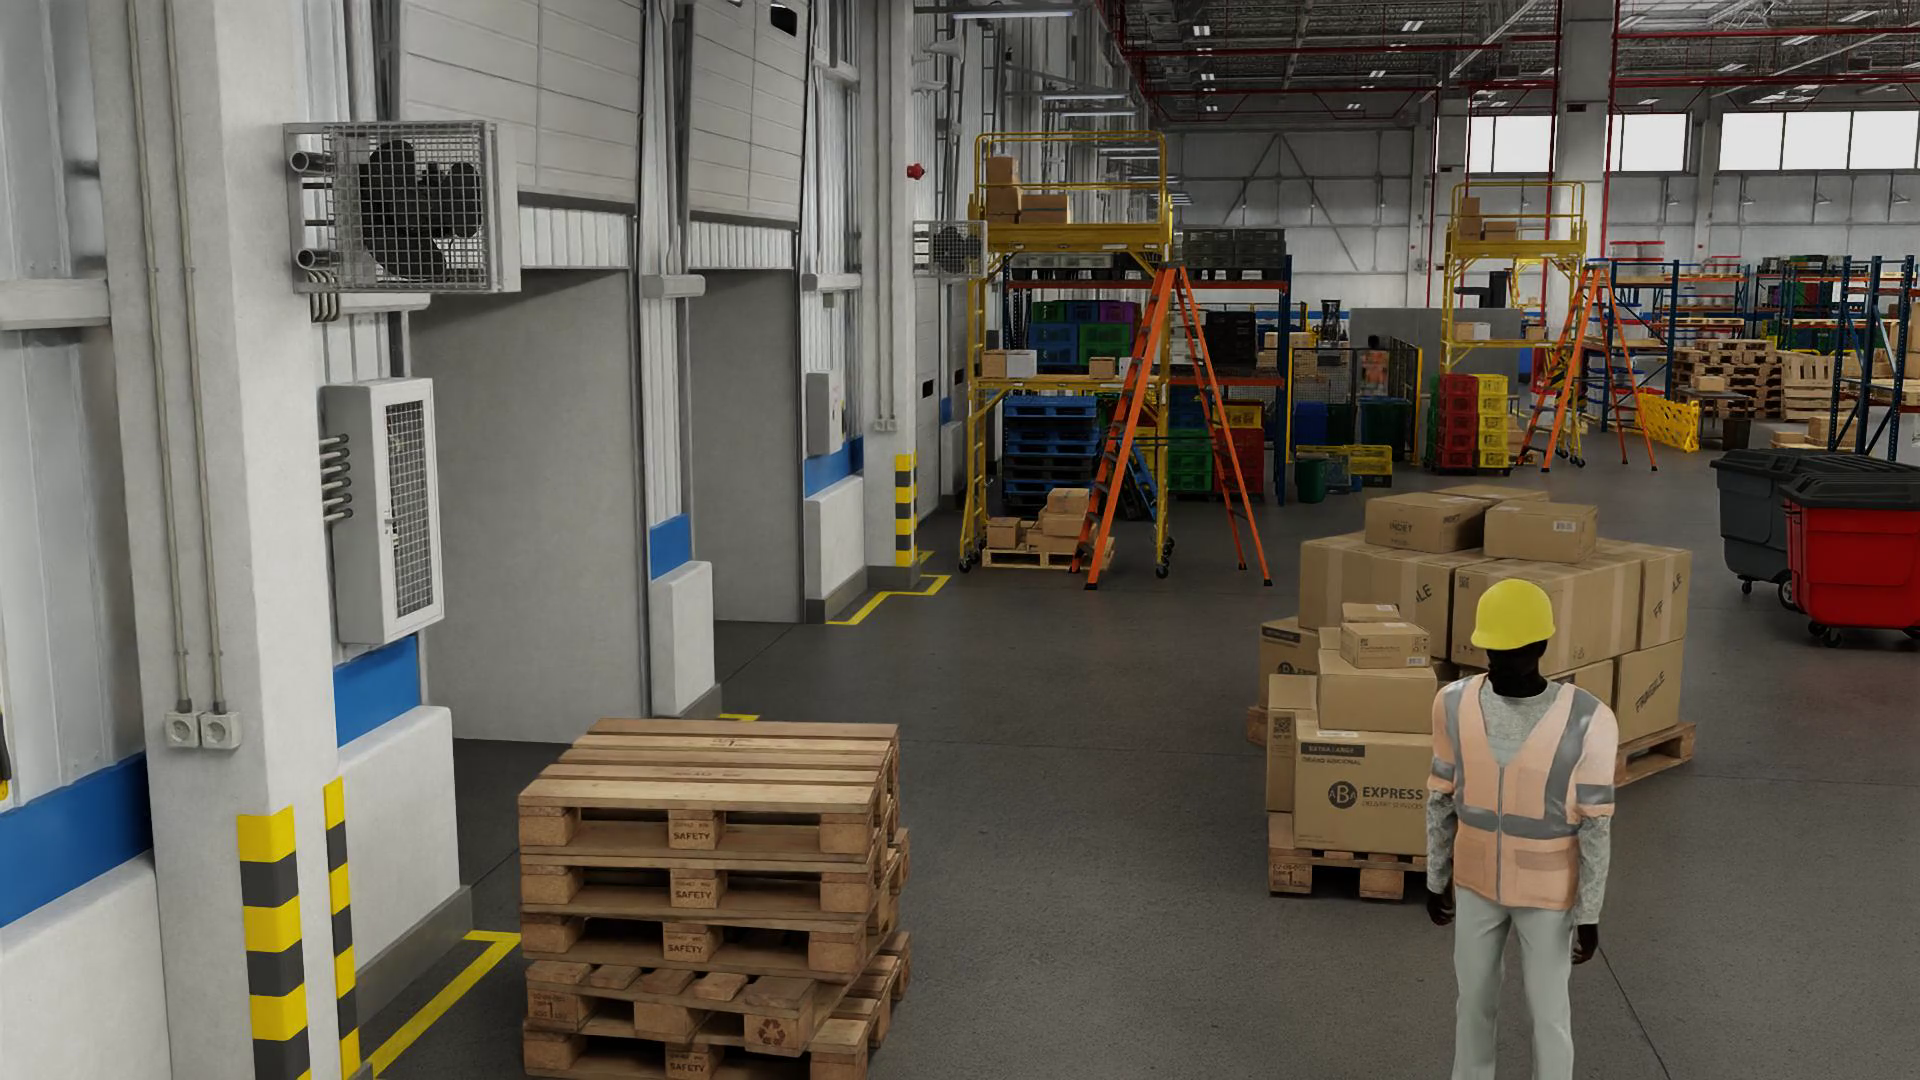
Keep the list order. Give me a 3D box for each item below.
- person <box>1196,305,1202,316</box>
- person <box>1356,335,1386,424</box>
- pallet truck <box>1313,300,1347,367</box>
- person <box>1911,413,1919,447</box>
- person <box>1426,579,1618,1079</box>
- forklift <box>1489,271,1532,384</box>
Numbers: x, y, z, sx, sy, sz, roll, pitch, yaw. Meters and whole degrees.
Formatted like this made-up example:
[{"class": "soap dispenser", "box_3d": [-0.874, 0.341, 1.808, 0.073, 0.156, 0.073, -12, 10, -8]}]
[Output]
[{"class": "person", "box_3d": [6.216, -5.197, 43.719, 0.361, 1.938, 0.545, -8, 12, -40]}, {"class": "person", "box_3d": [7.670, -2.948, 30.683, 0.539, 1.676, 0.736, -4, 10, -25]}, {"class": "pallet truck", "box_3d": [11.159, -6.200, 49.718, 0.823, 1.965, 1.885, 4, 10, 26]}, {"class": "person", "box_3d": [15.610, -2.355, 26.807, 0.319, 1.739, 0.485, 9, 13, 44]}, {"class": "person", "box_3d": [1.710, 1.063, 5.175, 0.587, 1.918, 0.398, 7, 12, 39]}, {"class": "forklift", "box_3d": [13.422, -5.322, 41.591, 1.873, 2.768, 1.129, 1, 9, 9]}]
